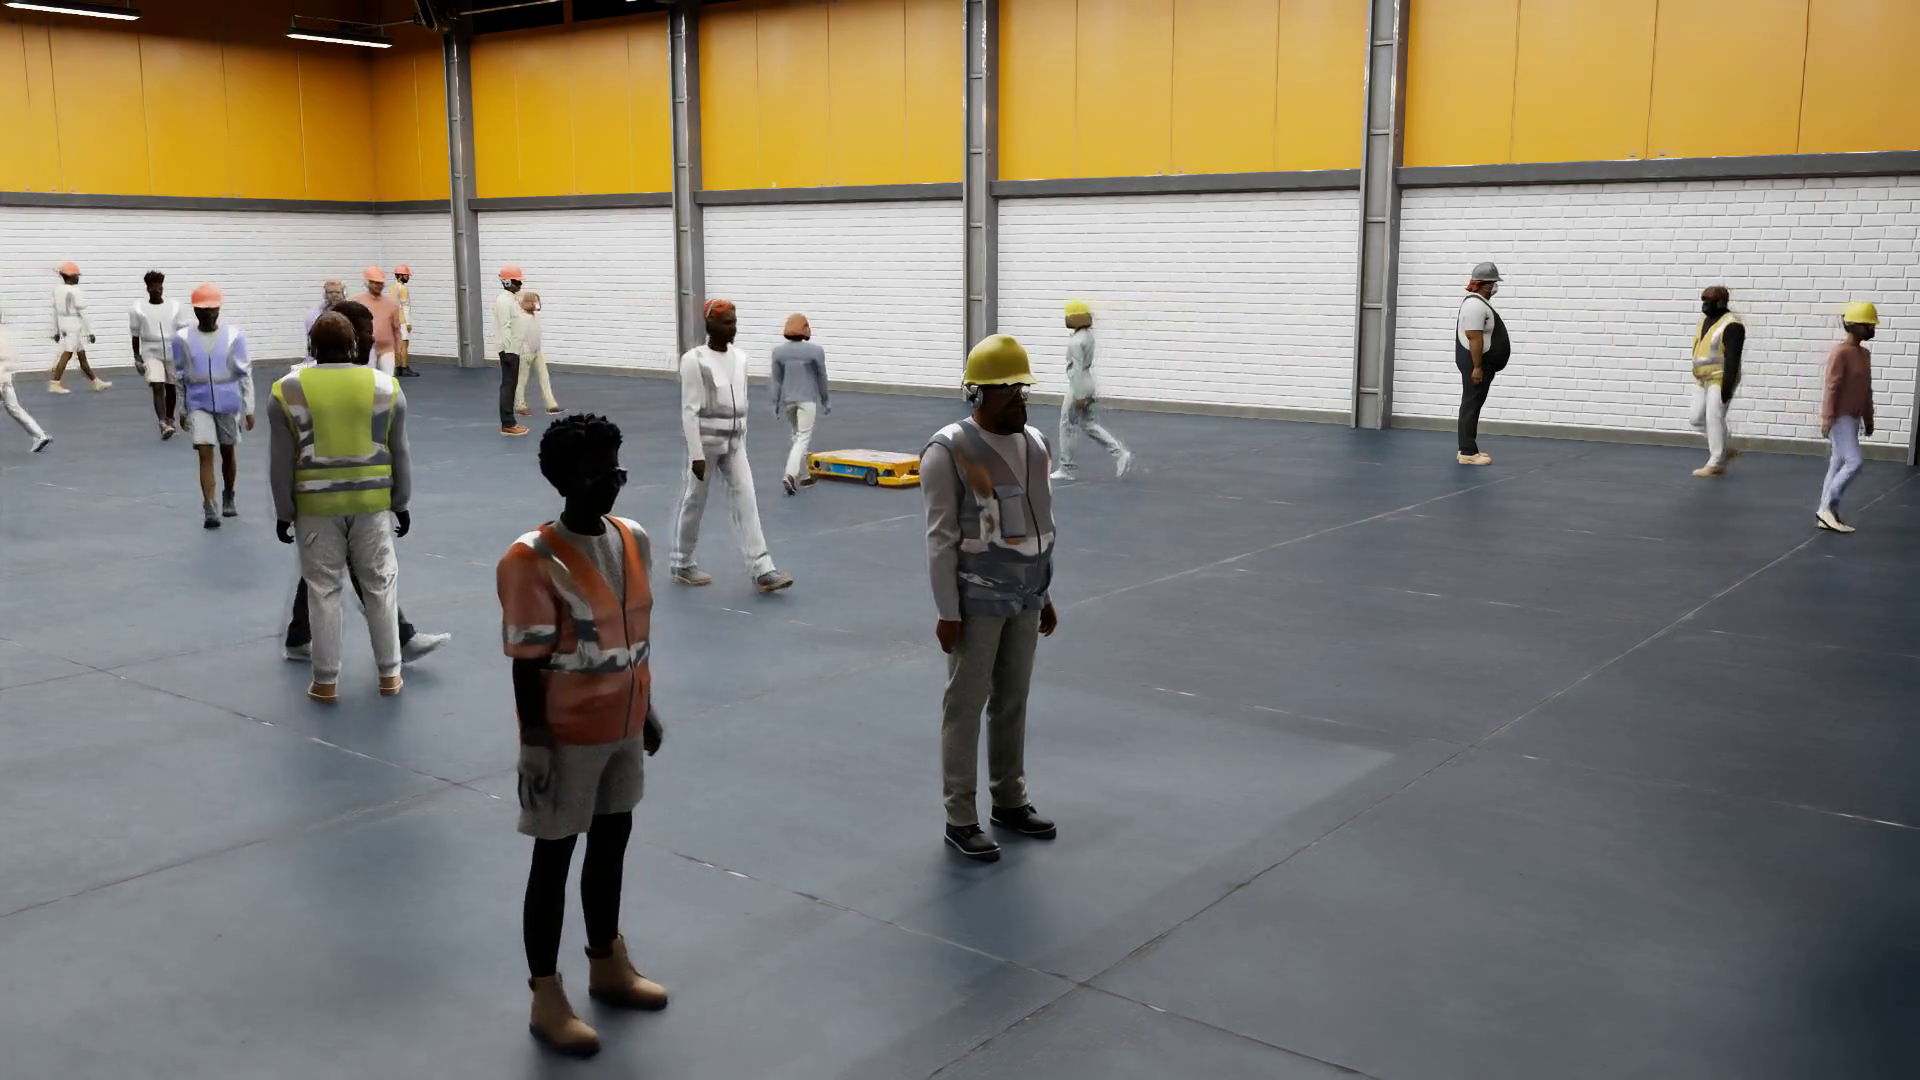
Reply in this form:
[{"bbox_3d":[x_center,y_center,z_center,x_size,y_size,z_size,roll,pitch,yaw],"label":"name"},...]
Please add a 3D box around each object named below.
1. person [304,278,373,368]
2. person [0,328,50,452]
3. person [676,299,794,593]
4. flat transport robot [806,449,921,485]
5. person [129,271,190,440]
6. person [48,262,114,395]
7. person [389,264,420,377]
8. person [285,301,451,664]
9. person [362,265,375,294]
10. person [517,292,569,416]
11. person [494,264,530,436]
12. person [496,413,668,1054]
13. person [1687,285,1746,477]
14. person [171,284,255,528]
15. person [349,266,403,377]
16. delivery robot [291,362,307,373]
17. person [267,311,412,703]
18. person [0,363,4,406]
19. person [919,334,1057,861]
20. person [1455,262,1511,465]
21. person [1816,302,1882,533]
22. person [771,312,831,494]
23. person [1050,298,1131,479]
[{"bbox_3d":[-6.438,-1.782,17.279,0.651,1.878,0.869,-4,11,-23],"label":"person"},{"bbox_3d":[-10.134,-1.699,17.568,0.819,1.607,0.530,-1,10,-7],"label":"person"},{"bbox_3d":[-1.474,-0.576,10.386,0.975,1.824,0.597,8,12,38],"label":"person"},{"bbox_3d":[-0.839,-0.696,15.601,1.431,0.197,0.652,9,13,41],"label":"flat transport robot"},{"bbox_3d":[-9.148,-2.116,19.098,0.627,1.911,1.028,-7,12,-34],"label":"person"},{"bbox_3d":[-13.413,-3.196,25.192,0.624,1.986,1.071,6,11,31],"label":"person"},{"bbox_3d":[-9.630,-3.785,28.755,0.376,1.933,0.545,-9,13,-41],"label":"person"},{"bbox_3d":[-3.071,-0.278,8.527,1.012,1.861,0.601,1,10,8],"label":"person"},{"bbox_3d":[-9.310,-3.394,26.452,0.354,1.942,0.542,-4,10,-20],"label":"person"},{"bbox_3d":[-5.488,-2.411,21.684,0.752,1.603,0.525,3,10,18],"label":"person"},{"bbox_3d":[-5.242,-2.223,19.476,0.396,1.992,0.619,-1,10,-8],"label":"person"},{"bbox_3d":[-1.001,0.502,4.480,0.317,1.695,0.540,5,11,28],"label":"person"},{"bbox_3d":[7.183,-1.498,15.759,0.479,1.821,0.666,-1,10,-5],"label":"person"},{"bbox_3d":[-5.849,-1.062,13.072,0.564,1.880,1.008,-4,11,-23],"label":"person"},{"bbox_3d":[-6.952,-2.269,19.800,0.640,1.976,0.597,-6,12,-32],"label":"person"},{"bbox_3d":[-9.855,-2.584,25.496,0.707,0.478,0.477,-7,12,-35],"label":"delivery robot"},{"bbox_3d":[-2.918,-0.152,7.868,0.635,1.842,0.429,-5,11,-28],"label":"person"},{"bbox_3d":[-8.821,-1.341,14.675,0.705,1.882,0.557,-8,13,-39],"label":"person"},{"bbox_3d":[0.132,0.193,5.887,0.404,1.833,0.590,9,13,43],"label":"person"},{"bbox_3d":[5.284,-1.790,16.825,0.536,2.000,0.688,3,10,15],"label":"person"},{"bbox_3d":[6.717,-0.914,12.540,0.554,1.749,0.409,-8,13,-39],"label":"person"},{"bbox_3d":[-1.450,-1.222,14.798,0.494,1.602,0.815,3,10,19],"label":"person"},{"bbox_3d":[1.189,-1.395,15.470,0.736,1.711,0.492,4,11,23],"label":"person"}]
